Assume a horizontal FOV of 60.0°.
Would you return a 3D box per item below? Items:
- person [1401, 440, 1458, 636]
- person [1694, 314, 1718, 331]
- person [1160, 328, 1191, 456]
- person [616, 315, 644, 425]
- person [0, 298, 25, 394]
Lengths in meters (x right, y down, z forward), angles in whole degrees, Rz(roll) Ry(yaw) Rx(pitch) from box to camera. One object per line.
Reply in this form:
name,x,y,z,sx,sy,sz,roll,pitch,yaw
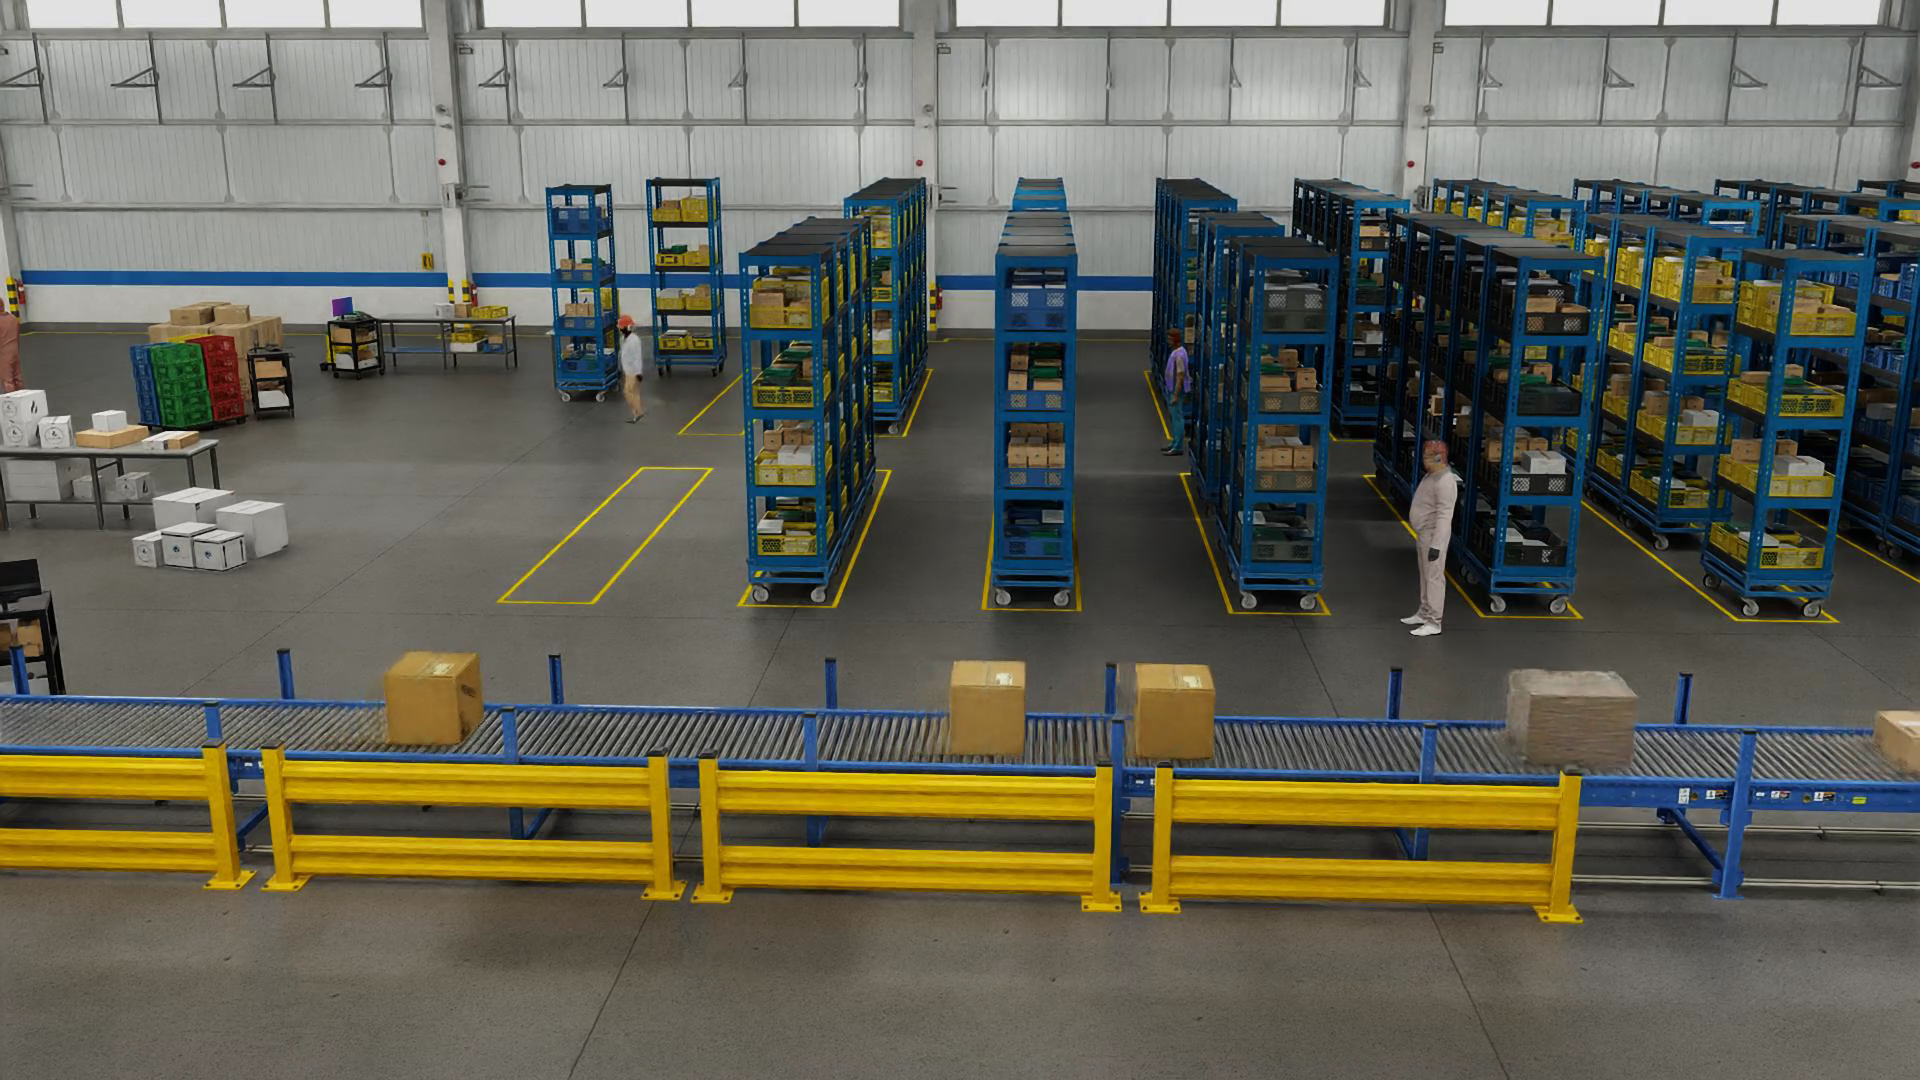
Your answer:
person,4.529,-0.029,16.035,0.410,1.909,0.643,1,15,2
person,15.080,-4.675,33.481,0.834,1.803,0.599,-3,15,-10
person,3.126,-2.138,23.971,0.389,1.848,0.567,1,15,2
person,-5.200,-2.678,26.195,0.422,1.736,0.581,-9,17,-29
person,-15.509,-2.984,26.998,0.411,1.911,0.643,1,15,2
